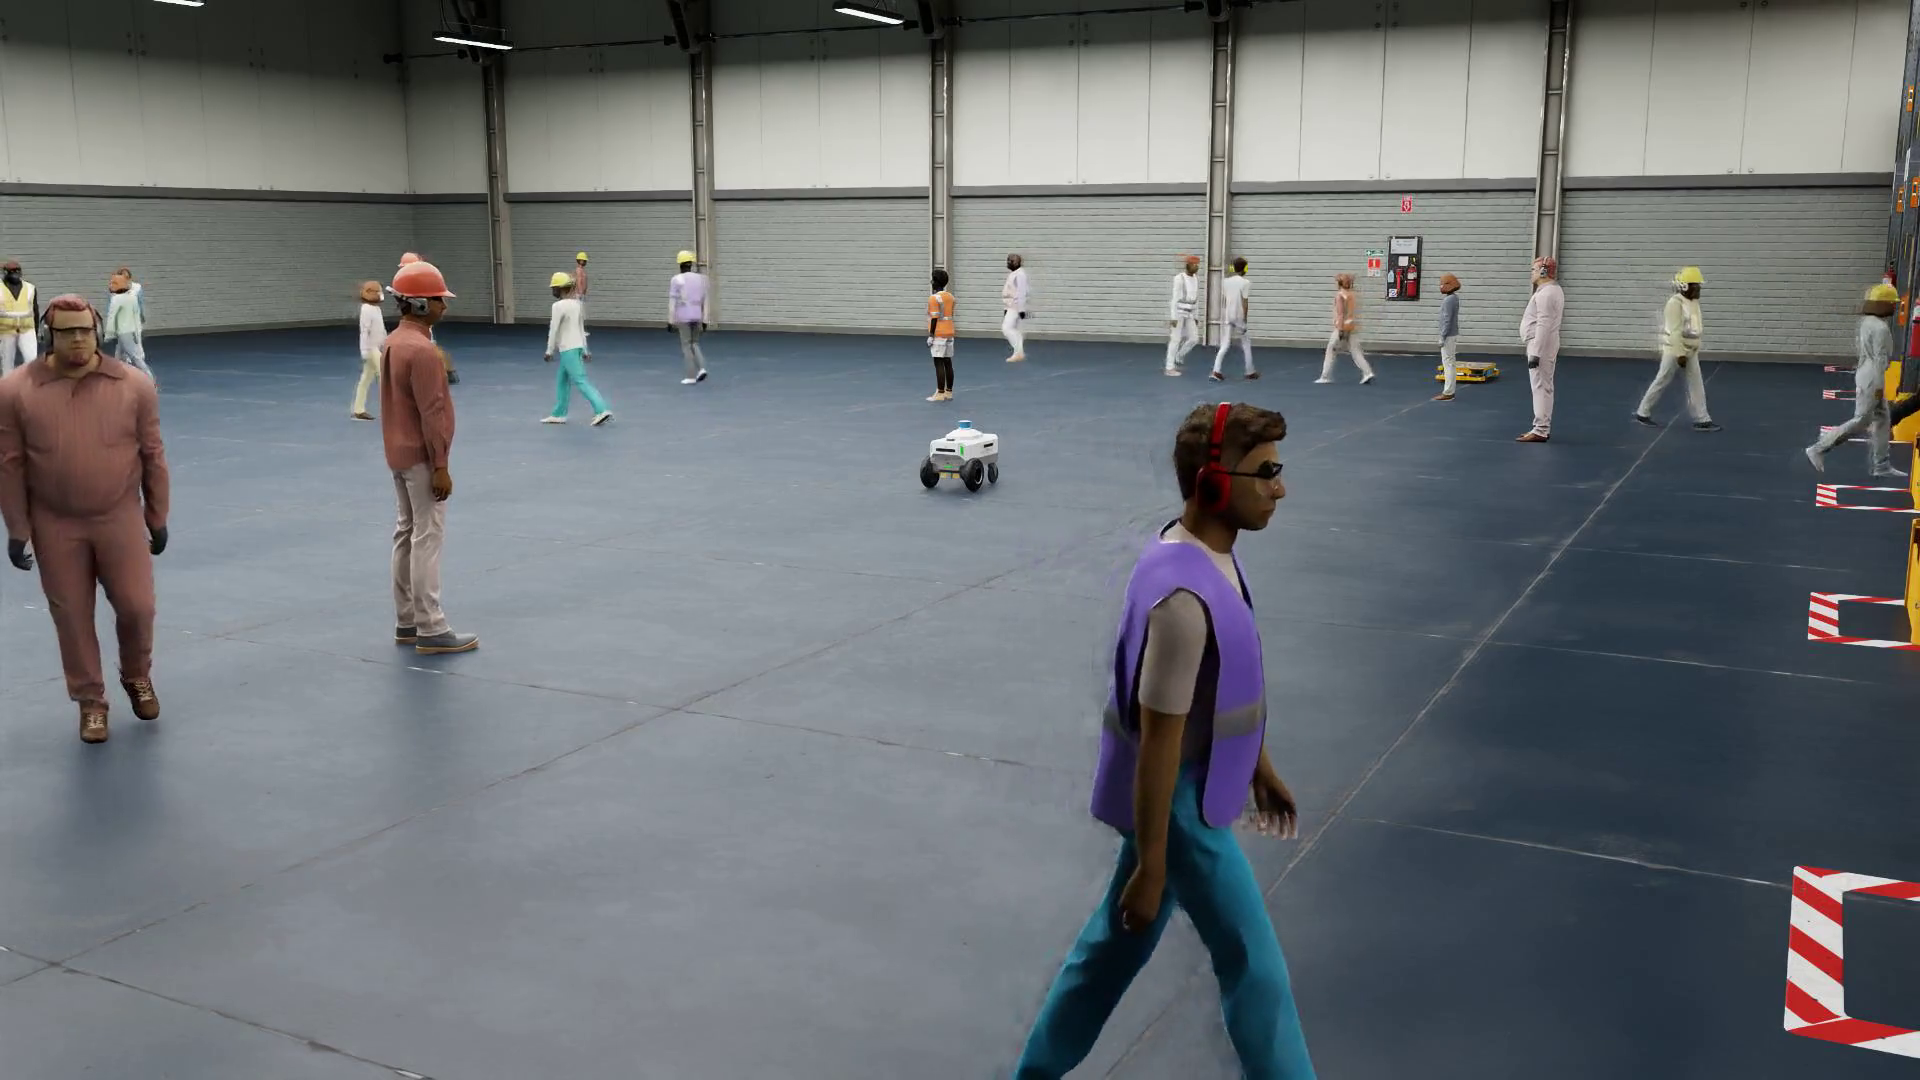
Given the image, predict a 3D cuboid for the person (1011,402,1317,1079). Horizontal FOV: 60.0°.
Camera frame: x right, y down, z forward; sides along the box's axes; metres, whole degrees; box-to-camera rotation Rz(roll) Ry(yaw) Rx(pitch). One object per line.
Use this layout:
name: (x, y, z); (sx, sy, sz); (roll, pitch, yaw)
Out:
person: (0.514, 0.589, 3.608); (0.989, 1.791, 0.587); (1, 10, 8)

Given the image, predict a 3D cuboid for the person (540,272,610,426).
person: (-4.333, -2.144, 18.690); (0.881, 1.726, 0.521); (2, 11, 10)

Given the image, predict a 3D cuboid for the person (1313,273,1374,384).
person: (5.555, -3.017, 23.833); (0.855, 1.605, 0.526); (8, 13, 36)

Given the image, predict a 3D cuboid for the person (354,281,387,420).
person: (-6.636, -2.165, 19.127); (0.818, 1.589, 0.526); (-1, 10, -6)

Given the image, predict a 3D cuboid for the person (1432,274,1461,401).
person: (6.304, -2.616, 21.510); (0.286, 1.632, 0.498); (5, 12, 27)

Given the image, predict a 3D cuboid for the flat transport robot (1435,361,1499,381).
flat transport robot: (7.513, -2.500, 24.596); (0.652, 0.197, 1.431); (5, 12, 27)

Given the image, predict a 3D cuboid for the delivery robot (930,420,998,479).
delivery robot: (0.040, -0.773, 14.149); (0.477, 0.478, 0.707); (5, 12, 27)

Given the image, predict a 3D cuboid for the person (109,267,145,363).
person: (-13.749, -3.696, 27.489); (0.545, 1.587, 0.860); (-7, 13, -34)

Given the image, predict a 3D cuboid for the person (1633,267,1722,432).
person: (7.897, -2.093, 18.265); (0.597, 1.790, 0.942); (-9, 13, -39)

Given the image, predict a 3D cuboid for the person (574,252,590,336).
person: (-8.054, -5.235, 35.434); (0.329, 1.765, 0.526); (-1, 10, -6)

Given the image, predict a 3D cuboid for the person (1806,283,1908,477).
person: (7.974, -1.407, 14.692); (0.805, 1.713, 0.492); (3, 11, 18)

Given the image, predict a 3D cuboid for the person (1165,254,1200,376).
person: (3.377, -3.397, 25.190); (0.611, 1.850, 0.549); (-9, 14, -42)

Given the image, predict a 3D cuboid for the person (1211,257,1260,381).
person: (4.027, -3.231, 24.398); (0.512, 1.823, 0.952); (9, 14, 42)

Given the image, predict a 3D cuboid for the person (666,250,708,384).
person: (-3.913, -3.187, 23.875); (0.426, 1.909, 0.591); (10, 14, 43)

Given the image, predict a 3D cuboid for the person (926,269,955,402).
person: (-0.252, -2.607, 21.289); (0.319, 1.697, 0.532); (5, 12, 27)

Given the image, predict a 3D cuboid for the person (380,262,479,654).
person: (-2.752, -0.420, 8.547); (0.395, 1.993, 0.616); (-8, 13, -36)

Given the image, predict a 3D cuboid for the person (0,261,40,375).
person: (-12.377, -2.747, 21.810); (0.628, 1.792, 0.975); (-9, 14, -40)

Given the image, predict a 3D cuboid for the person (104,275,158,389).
person: (-11.385, -2.802, 22.644); (0.854, 1.588, 0.509); (-1, 10, -5)

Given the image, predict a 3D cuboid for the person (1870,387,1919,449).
person: (9.561, -1.793, 16.376); (0.896, 1.884, 0.606); (5, 12, 27)

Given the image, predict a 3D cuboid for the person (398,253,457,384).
person: (-7.669, -3.113, 23.564); (1.011, 1.883, 0.562); (-3, 11, -18)

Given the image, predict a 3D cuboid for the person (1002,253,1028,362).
person: (0.900, -3.876, 27.850); (0.456, 1.825, 0.638); (-1, 10, -5)

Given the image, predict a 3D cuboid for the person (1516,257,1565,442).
person: (5.993, -1.963, 17.203); (0.408, 1.909, 0.638); (5, 12, 27)

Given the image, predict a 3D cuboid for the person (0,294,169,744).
person: (-3.676, -0.082, 7.007); (0.644, 1.894, 0.421); (-6, 12, -28)
